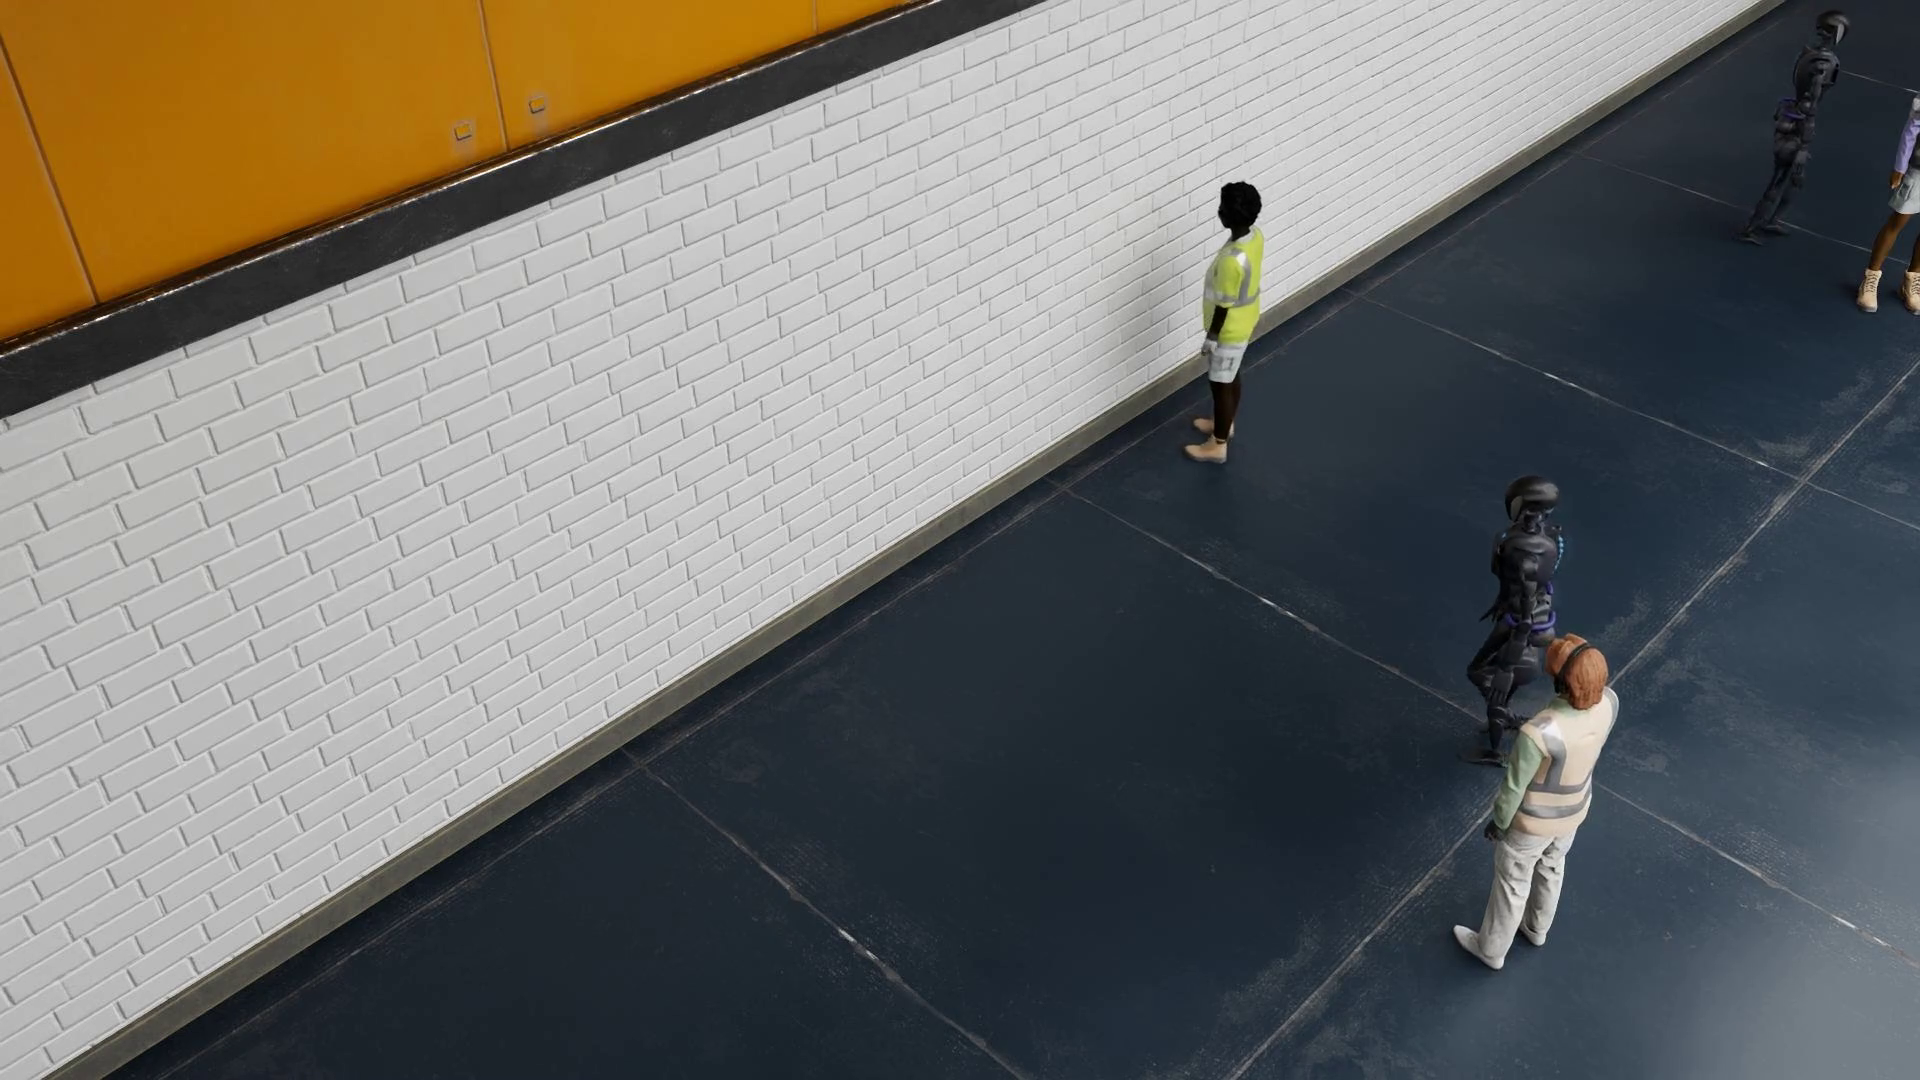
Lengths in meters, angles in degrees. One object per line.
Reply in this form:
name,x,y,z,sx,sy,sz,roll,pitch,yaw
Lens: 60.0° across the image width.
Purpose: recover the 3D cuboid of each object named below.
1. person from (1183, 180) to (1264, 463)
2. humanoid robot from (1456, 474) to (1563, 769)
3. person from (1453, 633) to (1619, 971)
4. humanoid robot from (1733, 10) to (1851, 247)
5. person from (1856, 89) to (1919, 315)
person,1.497,-1.213,9.301,0.324,1.691,0.537,14,41,17
humanoid robot,2.430,0.397,7.304,0.357,1.641,0.596,7,39,9
person,2.283,1.045,6.523,0.507,1.627,0.320,-23,44,-26
humanoid robot,5.669,-2.757,11.237,0.405,1.646,0.594,11,40,13
person,6.200,-2.373,10.465,0.606,2.048,0.367,4,39,5
